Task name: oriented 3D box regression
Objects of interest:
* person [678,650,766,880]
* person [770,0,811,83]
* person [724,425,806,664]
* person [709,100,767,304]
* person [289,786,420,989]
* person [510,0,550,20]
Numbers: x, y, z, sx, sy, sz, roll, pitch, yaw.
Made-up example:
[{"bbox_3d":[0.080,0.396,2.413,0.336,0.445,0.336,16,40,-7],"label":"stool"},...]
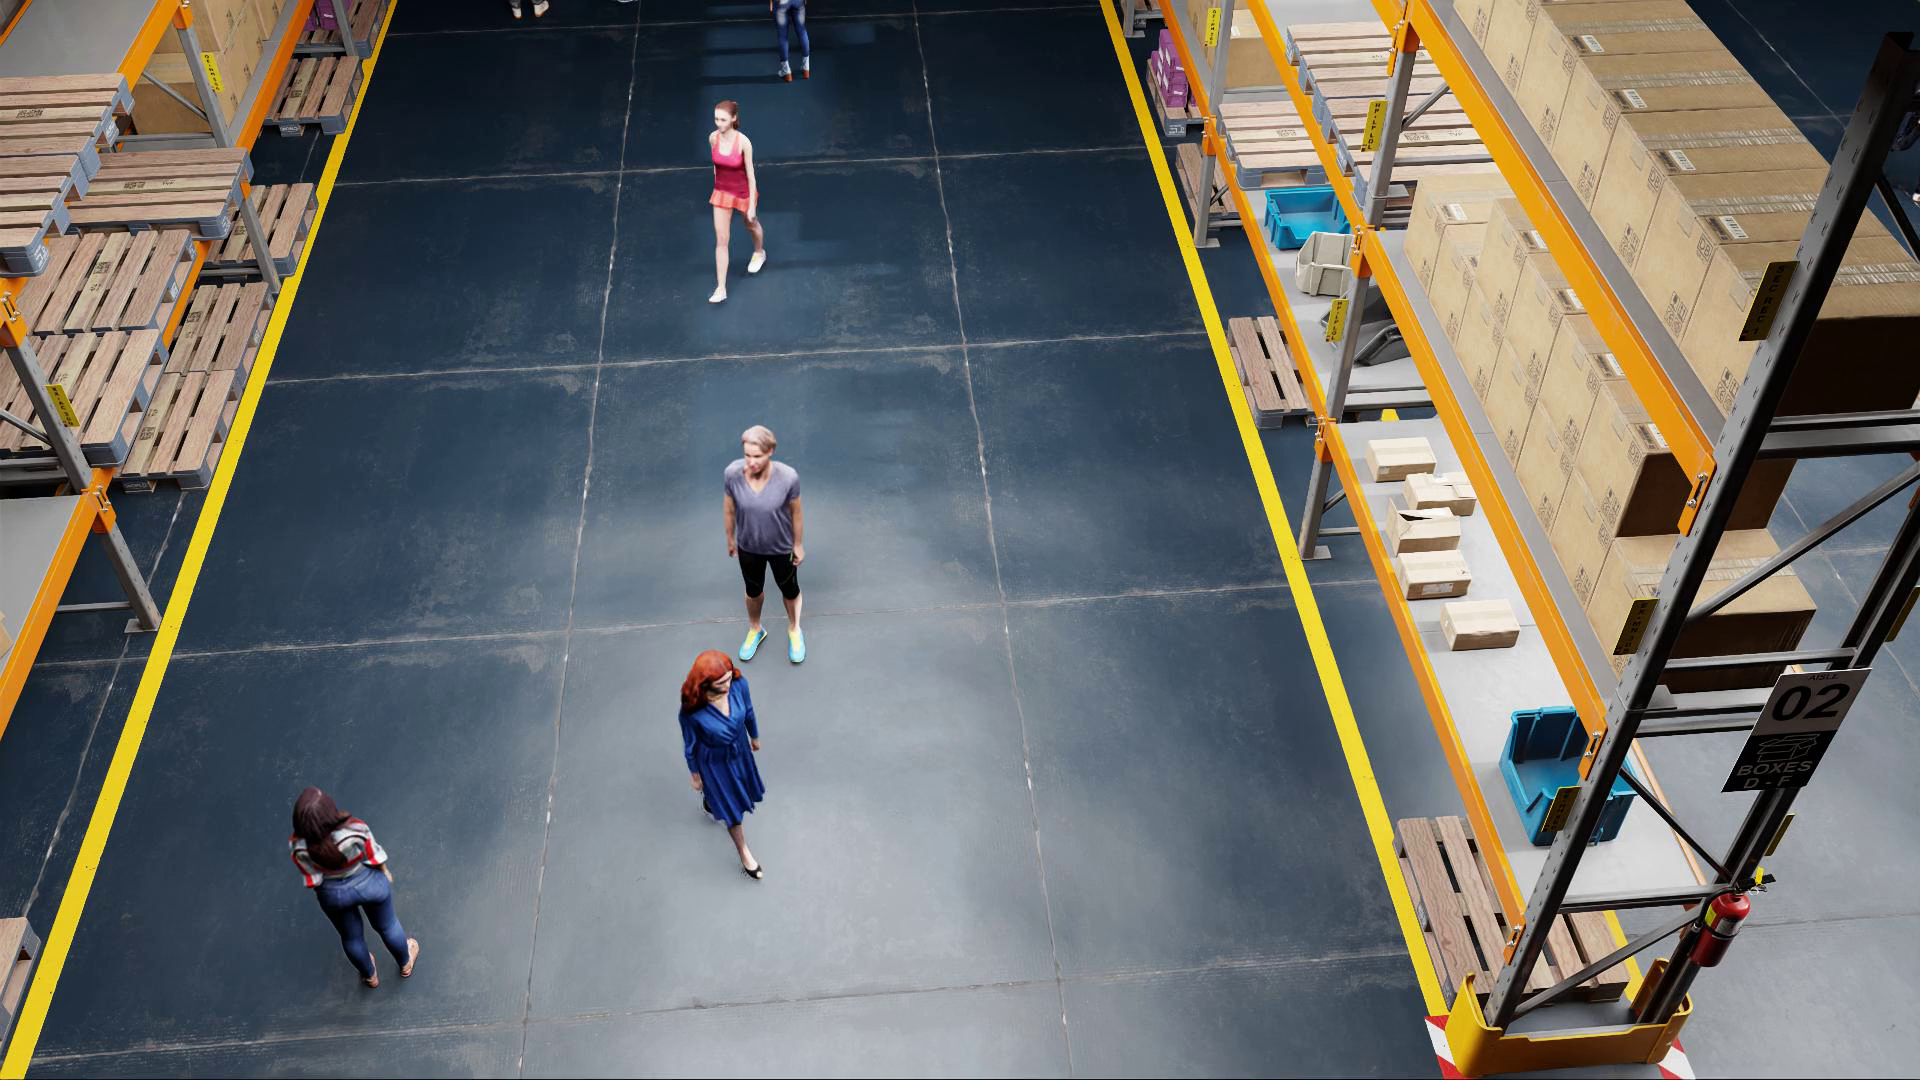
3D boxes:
[{"bbox_3d":[-1.386,1.206,9.514,0.899,1.814,1.002,-30,51,-28],"label":"person"},{"bbox_3d":[-1.703,-5.368,16.556,0.668,1.619,0.645,-16,46,-16],"label":"person"},{"bbox_3d":[-1.245,0.022,10.703,0.697,1.888,0.637,4,44,4],"label":"person"},{"bbox_3d":[-1.831,-2.899,13.902,0.885,1.703,1.197,13,45,13],"label":"person"},{"bbox_3d":[-3.282,1.868,8.964,0.635,1.614,0.590,-13,45,-13],"label":"person"},{"bbox_3d":[-4.718,-6.425,17.462,0.657,1.898,0.554,-2,44,-2],"label":"person"}]
